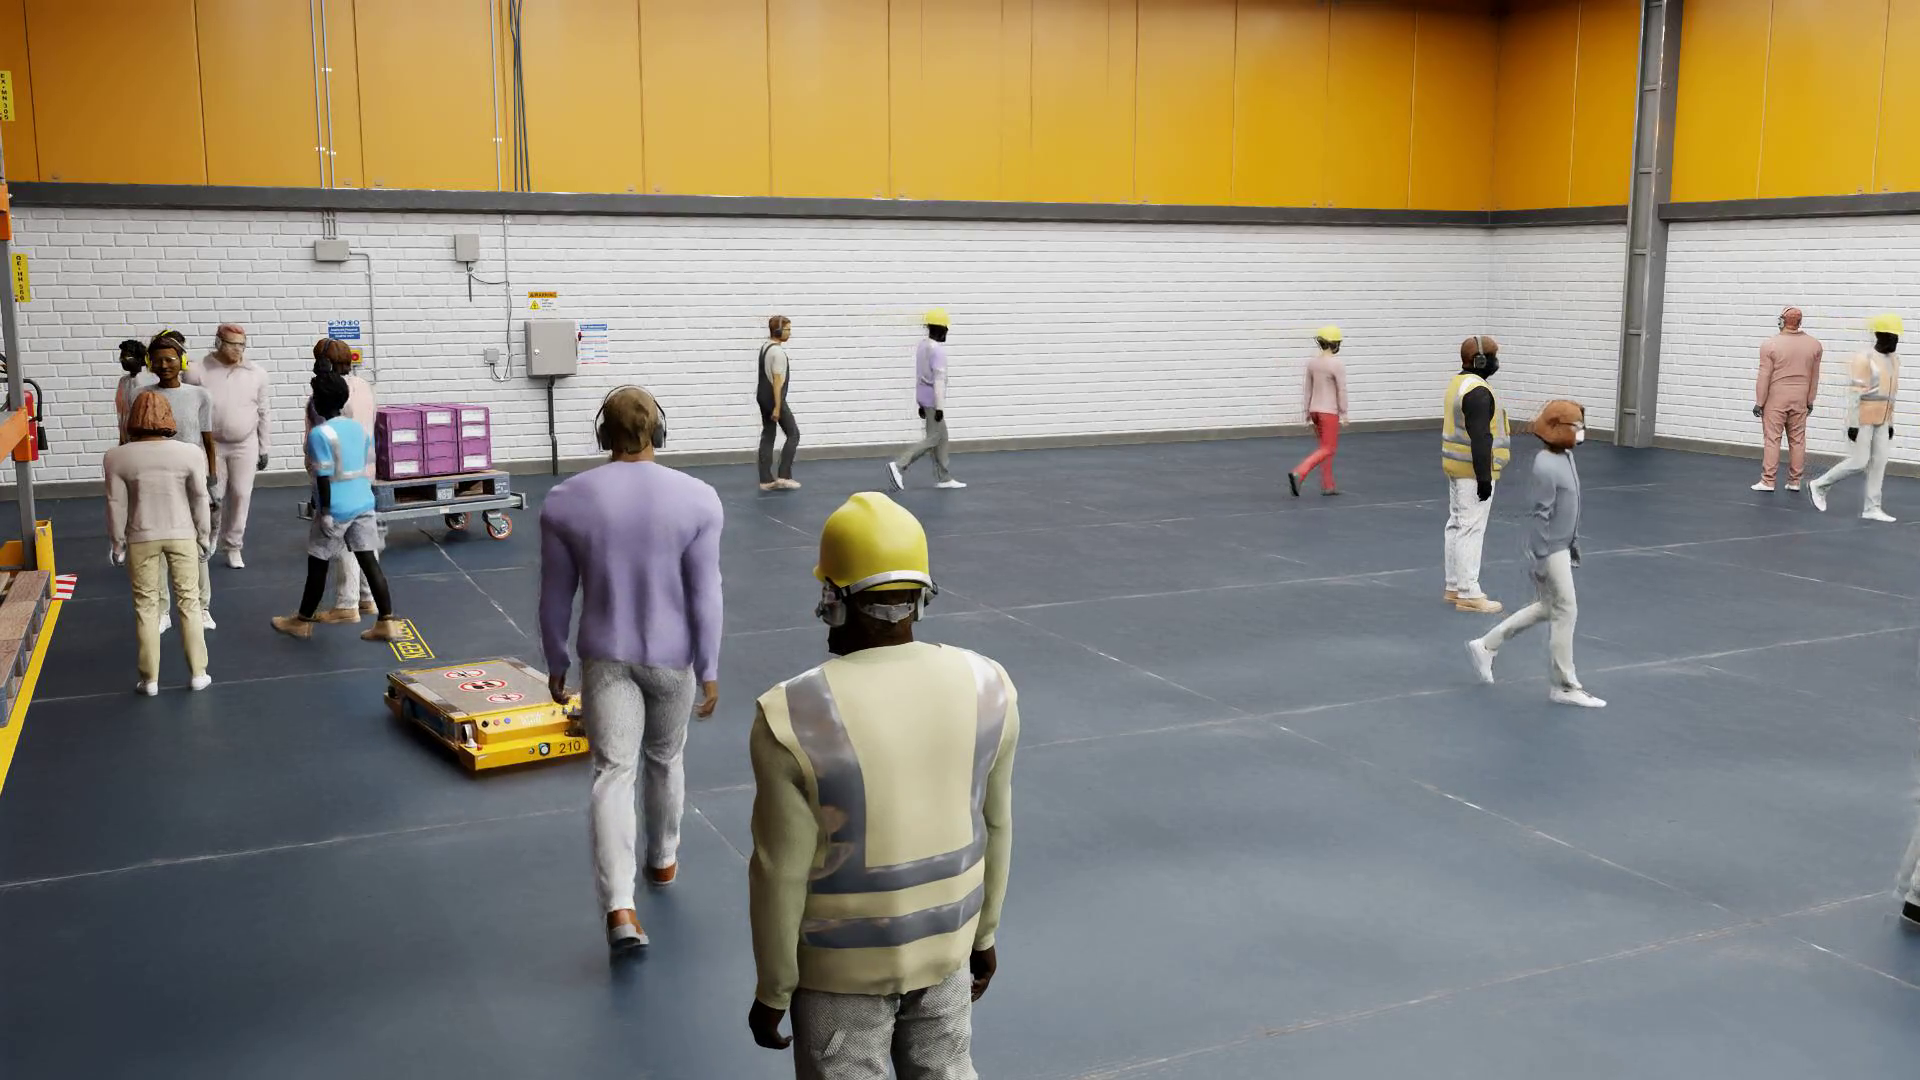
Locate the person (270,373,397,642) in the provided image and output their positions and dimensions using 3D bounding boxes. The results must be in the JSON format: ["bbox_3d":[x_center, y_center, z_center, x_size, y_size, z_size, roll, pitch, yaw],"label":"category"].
[{"bbox_3d":[-3.829,-0.189,10.148,0.797,1.650,0.543,3,10,17],"label":"person"}]

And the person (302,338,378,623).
[{"bbox_3d":[-4.019,-0.384,10.786,0.430,1.845,0.619,1,9,9],"label":"person"}]

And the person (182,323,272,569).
[{"bbox_3d":[-5.615,-0.725,12.762,0.665,1.880,0.510,-6,11,-32],"label":"person"}]

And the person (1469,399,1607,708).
[{"bbox_3d":[3.072,0.053,8.761,0.682,1.612,0.502,5,10,28],"label":"person"}]

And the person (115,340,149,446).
[{"bbox_3d":[-6.943,-0.846,14.093,0.530,1.697,0.321,5,11,29],"label":"person"}]

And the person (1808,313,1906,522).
[{"bbox_3d":[8.266,-1.129,15.250,0.589,1.905,0.683,-5,10,-28],"label":"person"}]

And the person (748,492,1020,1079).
[{"bbox_3d":[-0.167,0.814,3.377,0.590,1.833,0.404,-6,11,-33],"label":"person"}]

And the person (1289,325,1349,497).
[{"bbox_3d":[3.609,-1.281,16.661,0.725,1.742,0.527,-4,10,-25],"label":"person"}]

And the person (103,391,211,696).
[{"bbox_3d":[-4.288,0.019,8.929,0.503,1.633,0.280,-5,10,-27],"label":"person"}]

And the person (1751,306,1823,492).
[{"bbox_3d":[8.488,-1.442,17.132,0.643,1.913,0.410,-1,9,-3],"label":"person"}]

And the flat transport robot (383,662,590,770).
[{"bbox_3d":[-2.303,0.821,8.167,0.652,0.197,1.431,-6,11,-34],"label":"flat transport robot"}]

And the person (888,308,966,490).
[{"bbox_3d":[-0.345,-1.451,17.238,0.812,1.904,0.596,-3,10,-16],"label":"person"}]

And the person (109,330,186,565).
[{"bbox_3d":[-6.112,-0.676,12.622,0.737,1.840,0.535,5,10,29],"label":"person"}]

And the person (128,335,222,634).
[{"bbox_3d":[-4.932,-0.346,10.457,0.514,1.873,0.329,-4,10,-23],"label":"person"}]

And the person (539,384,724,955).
[{"bbox_3d":[-1.125,0.415,5.709,0.641,1.892,1.050,-1,9,-6],"label":"person"}]

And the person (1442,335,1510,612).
[{"bbox_3d":[3.458,-0.447,11.168,0.429,1.846,0.627,0,9,2],"label":"person"}]

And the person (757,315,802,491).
[{"bbox_3d":[-1.862,-1.409,17.222,0.576,1.822,0.498,-5,11,-31],"label":"person"}]

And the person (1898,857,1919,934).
[{"bbox_3d":[3.593,0.520,5.356,0.591,1.775,0.953,-9,13,-44],"label":"person"}]
